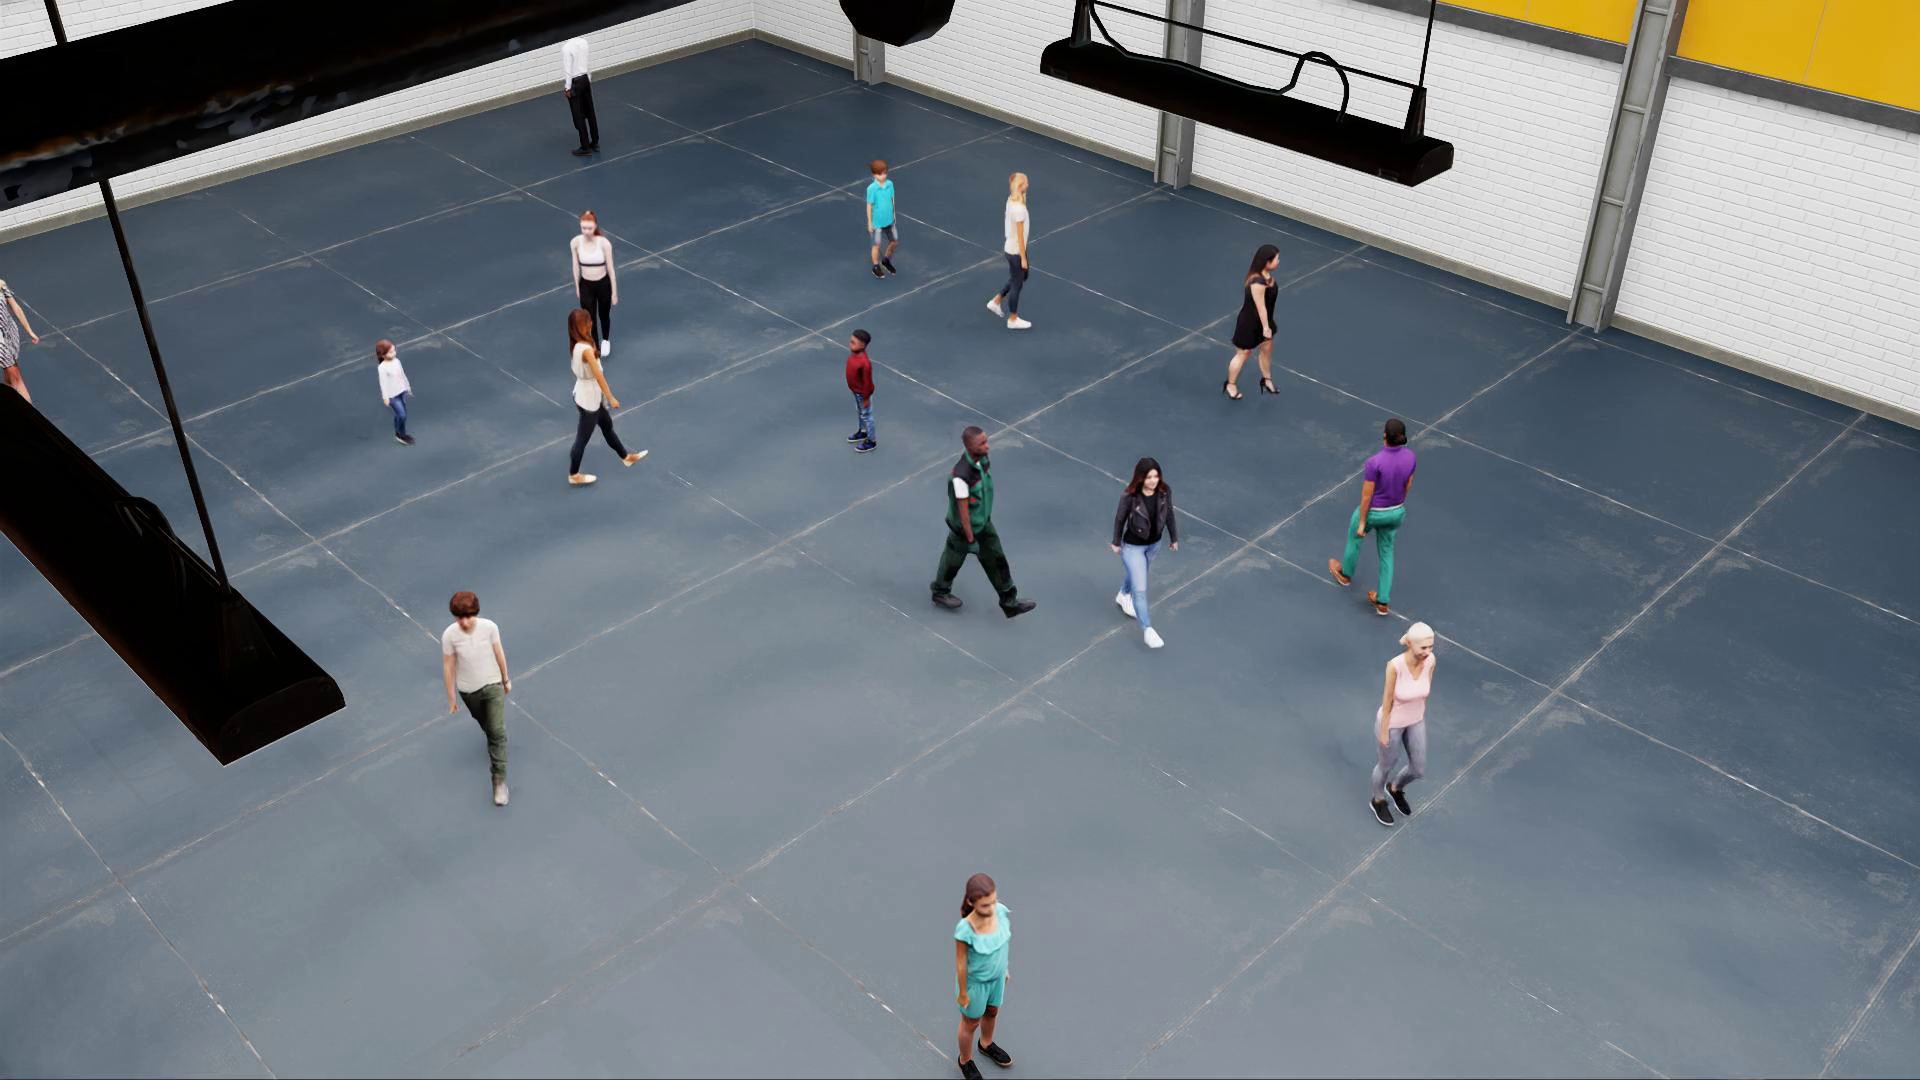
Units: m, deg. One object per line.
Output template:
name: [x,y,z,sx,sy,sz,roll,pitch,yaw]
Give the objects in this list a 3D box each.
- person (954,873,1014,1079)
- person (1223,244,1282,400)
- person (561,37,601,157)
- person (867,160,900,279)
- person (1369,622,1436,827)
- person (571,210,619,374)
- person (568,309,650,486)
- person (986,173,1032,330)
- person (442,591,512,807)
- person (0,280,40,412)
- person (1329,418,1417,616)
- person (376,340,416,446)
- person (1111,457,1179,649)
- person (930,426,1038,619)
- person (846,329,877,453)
person: [0.126,2.562,9.803,0.551,1.558,0.547,-26,42,-34]
person: [2.881,-2.180,16.817,0.949,1.693,0.856,8,34,12]
person: [-5.211,-6.182,22.709,0.623,1.835,0.692,18,37,24]
person: [-0.952,-3.781,19.456,0.590,1.438,0.588,-20,39,-27]
person: [3.044,1.231,11.665,0.655,1.714,0.706,-8,35,-12]
person: [-3.818,-2.662,17.537,1.089,1.698,1.187,-1,34,-2]
person: [-3.526,-1.268,15.395,0.914,1.748,1.059,-13,36,-19]
person: [0.516,-3.136,18.157,0.865,1.801,0.810,-2,34,-3]
person: [-3.481,1.027,12.066,0.983,1.610,1.207,-8,34,-12]
person: [-9.519,-1.992,16.461,1.116,1.774,0.761,20,39,28]
person: [3.523,-0.158,13.734,0.935,1.737,1.105,-9,35,-13]
person: [-5.576,-1.464,16.270,0.604,1.105,0.552,10,35,15]
person: [1.452,0.011,13.611,0.909,1.592,1.175,-14,36,-20]
person: [0.001,-0.132,13.656,1.274,1.780,0.973,15,36,21]
person: [-0.940,-1.477,16.156,0.630,1.253,0.525,-13,36,-19]
